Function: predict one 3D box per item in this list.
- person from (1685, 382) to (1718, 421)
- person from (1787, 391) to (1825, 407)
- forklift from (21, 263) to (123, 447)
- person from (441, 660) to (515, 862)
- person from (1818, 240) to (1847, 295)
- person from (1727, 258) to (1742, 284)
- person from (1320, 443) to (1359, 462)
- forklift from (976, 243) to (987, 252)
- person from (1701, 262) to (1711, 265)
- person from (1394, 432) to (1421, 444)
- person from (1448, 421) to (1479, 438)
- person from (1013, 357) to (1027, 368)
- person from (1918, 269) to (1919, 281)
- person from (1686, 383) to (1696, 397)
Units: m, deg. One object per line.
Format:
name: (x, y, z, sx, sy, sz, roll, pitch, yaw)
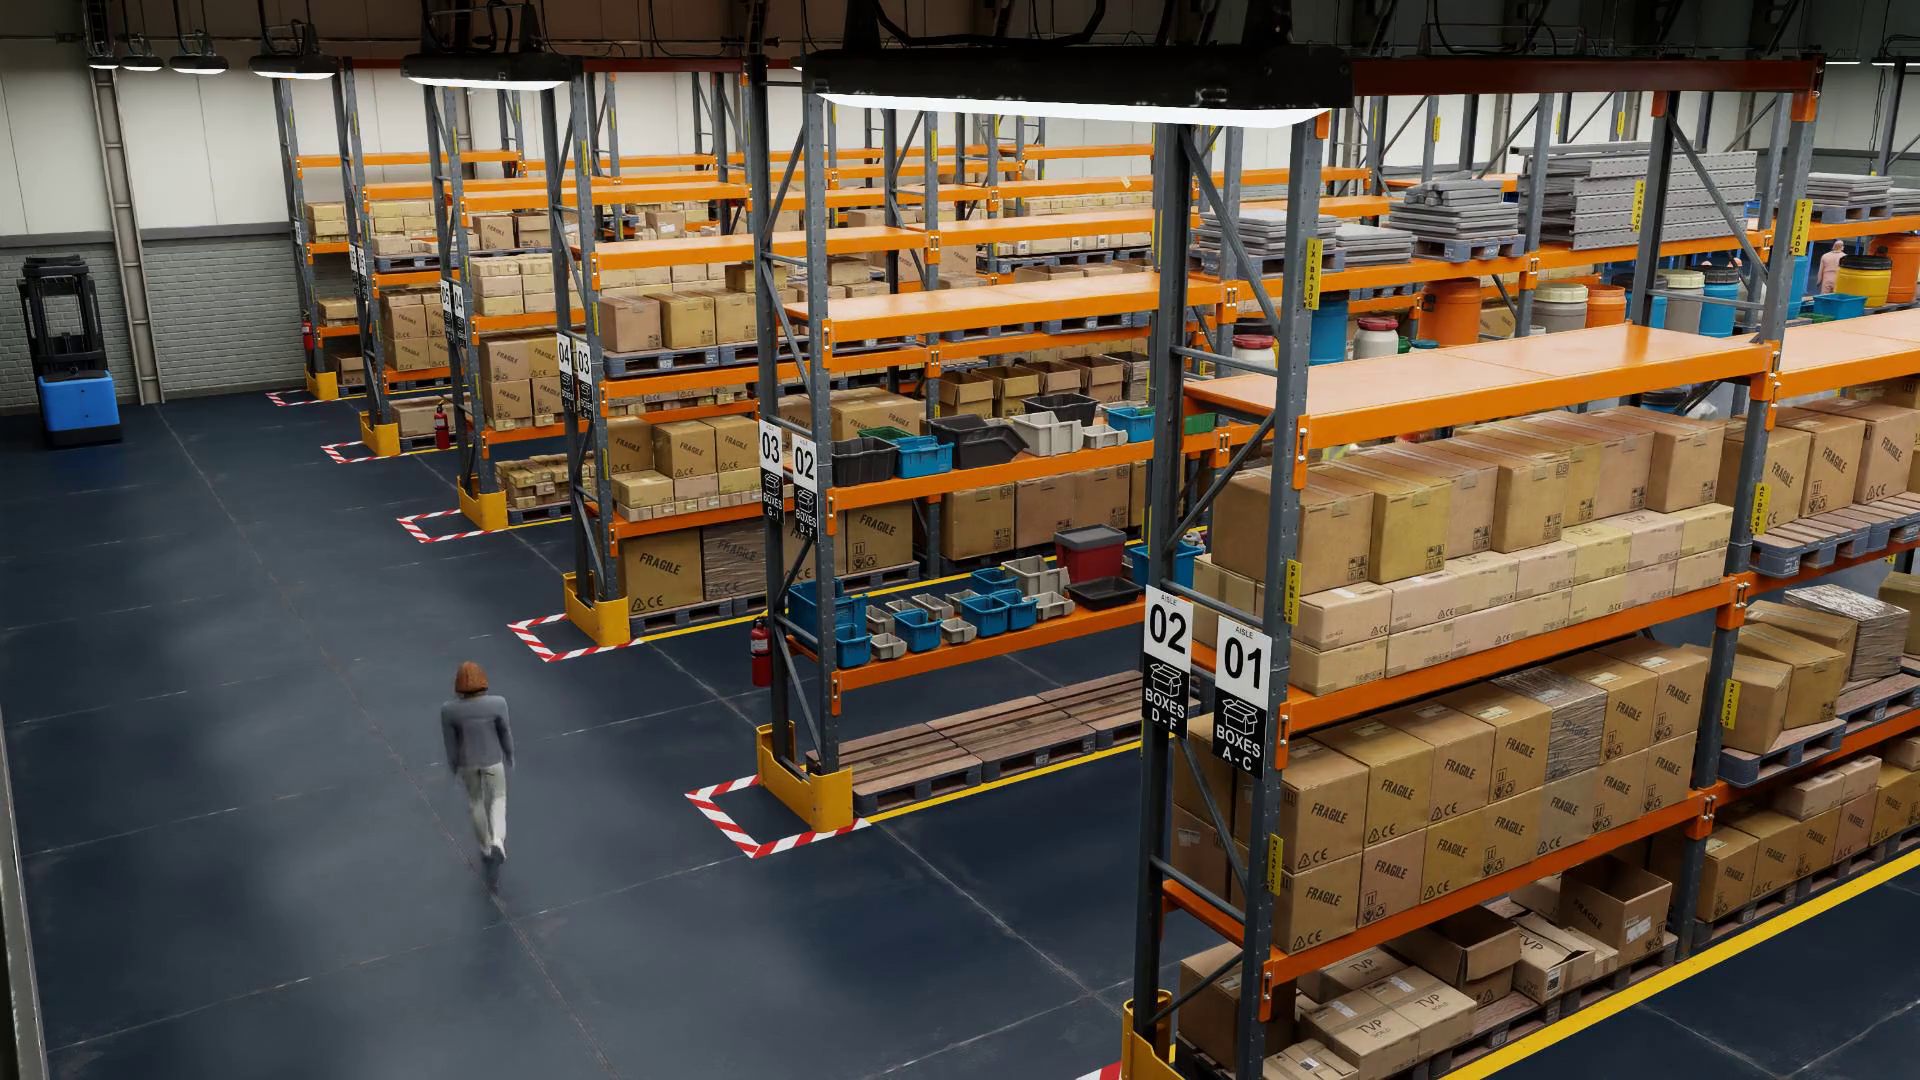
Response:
person: (9.905, -1.292, 21.394, 0.876, 1.923, 0.601, -11, 20, -32)
person: (14.464, -2.837, 26.567, 1.033, 1.860, 0.591, 15, 23, 41)
forklift: (-14.518, -3.079, 25.708, 1.129, 2.768, 1.873, -10, 20, -31)
person: (-3.662, 1.720, 12.042, 0.505, 1.615, 0.512, -4, 17, -13)
person: (20.578, -6.097, 37.178, 0.651, 1.904, 0.403, 15, 22, 40)
person: (16.447, -5.046, 33.677, 0.376, 1.935, 0.550, -4, 18, -14)
person: (4.536, -0.543, 19.093, 0.459, 1.838, 0.647, -7, 18, -23)
forklift: (0.988, -5.474, 34.718, 1.214, 2.155, 2.313, -10, 20, -31)
person: (15.552, -4.886, 33.165, 0.542, 1.929, 0.374, 2, 17, 6)
person: (5.092, -0.364, 18.264, 0.819, 1.961, 0.622, -9, 19, -26)
person: (7.073, -1.529, 22.252, 0.328, 1.877, 0.512, -9, 19, -28)
person: (0.892, -1.922, 23.834, 0.318, 1.700, 0.535, -1, 17, -3)
person: (22.349, -5.897, 36.990, 0.530, 1.642, 0.413, -6, 18, -19)
person: (13.241, -3.467, 28.336, 0.605, 2.036, 0.383, -16, 23, -41)
